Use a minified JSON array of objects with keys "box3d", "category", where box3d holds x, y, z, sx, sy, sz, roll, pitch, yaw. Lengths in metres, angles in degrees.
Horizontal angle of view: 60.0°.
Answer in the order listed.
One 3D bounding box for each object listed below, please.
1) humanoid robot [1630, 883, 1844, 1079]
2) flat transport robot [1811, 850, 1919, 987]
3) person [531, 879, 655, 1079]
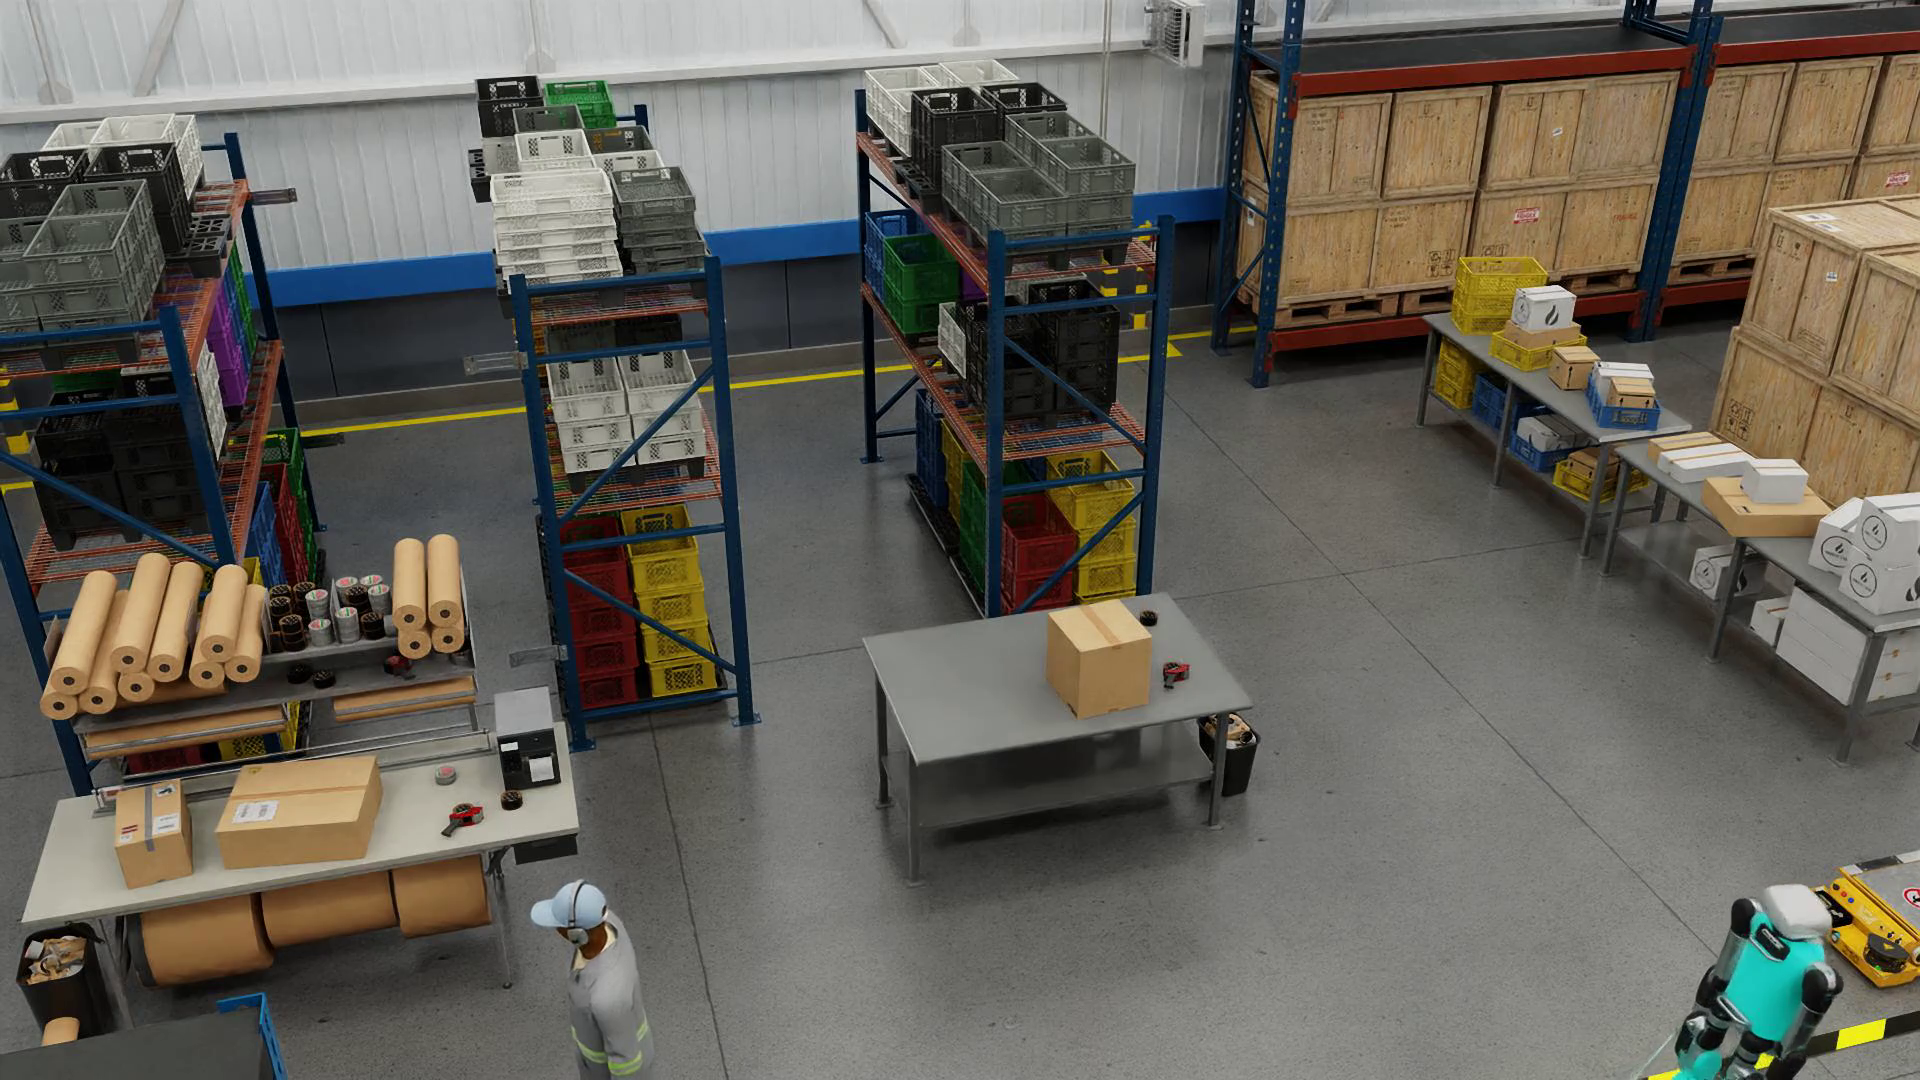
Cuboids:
[{"box3d":[2.933,2.190,6.687,0.807,1.794,0.558,-7,30,-12],"category":"humanoid robot"},{"box3d":[5.163,1.916,8.676,1.431,0.231,0.659,-8,30,-14],"category":"flat transport robot"},{"box3d":[-1.427,2.104,6.692,0.395,1.849,0.592,-9,30,-15],"category":"person"}]
